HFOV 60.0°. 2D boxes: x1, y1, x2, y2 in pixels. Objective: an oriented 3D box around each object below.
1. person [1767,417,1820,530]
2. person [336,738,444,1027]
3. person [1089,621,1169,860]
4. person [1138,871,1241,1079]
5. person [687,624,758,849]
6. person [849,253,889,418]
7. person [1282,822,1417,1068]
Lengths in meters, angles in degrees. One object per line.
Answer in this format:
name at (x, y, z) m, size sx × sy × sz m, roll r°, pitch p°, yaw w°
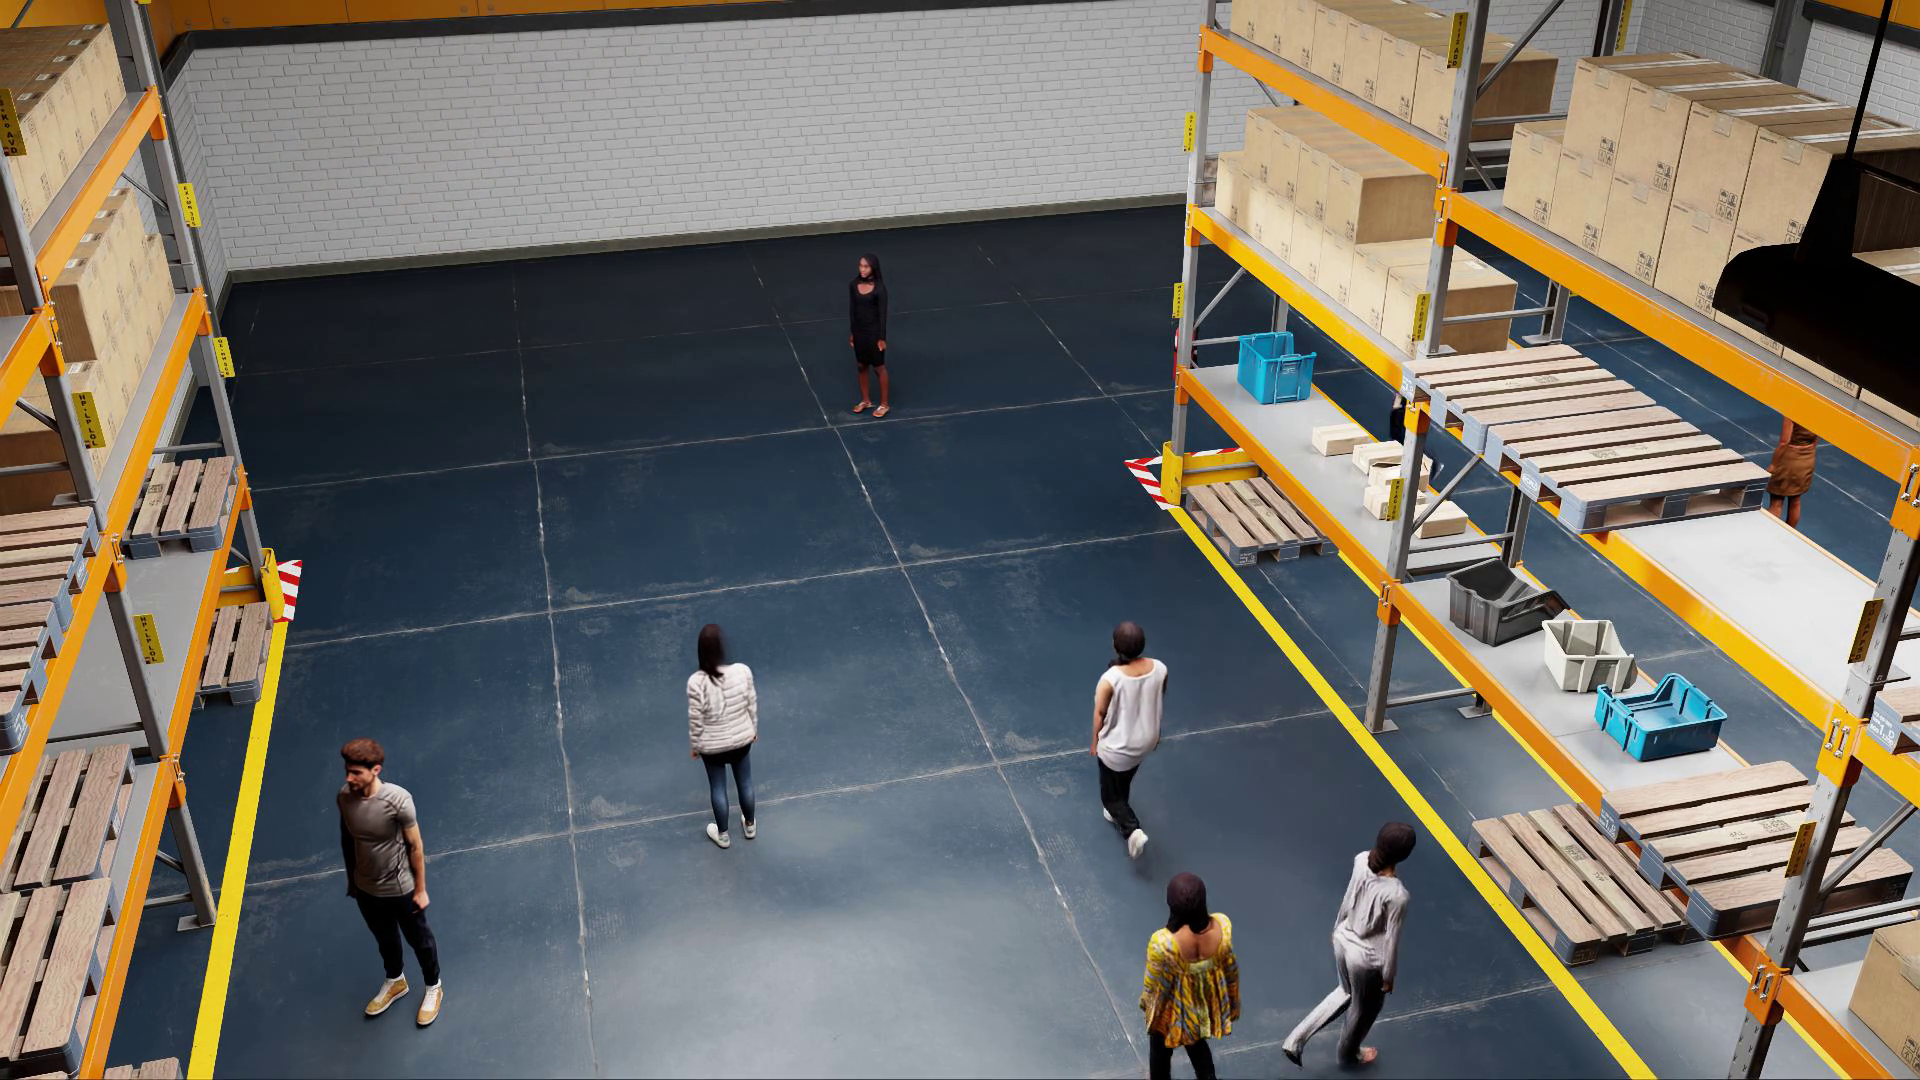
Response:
person at (7.169, -0.640, 14.318) m, size 0.564 × 1.690 × 0.513 m, roll -9°, pitch 30°, yaw -16°
person at (-3.241, 1.916, 9.417) m, size 0.739 × 1.895 × 0.732 m, roll 7°, pitch 29°, yaw 12°
person at (1.083, 1.309, 10.766) m, size 0.791 × 1.670 × 0.992 m, roll -15°, pitch 32°, yaw -25°
person at (1.205, 2.475, 8.661) m, size 0.742 × 1.638 × 0.877 m, roll -11°, pitch 30°, yaw -19°
person at (-1.538, 1.279, 10.857) m, size 0.650 × 1.636 × 0.602 m, roll -13°, pitch 31°, yaw -22°
person at (-0.927, -2.097, 16.956) m, size 0.645 × 1.721 × 0.727 m, roll 19°, pitch 34°, yaw 30°
person at (2.108, 2.258, 8.943) m, size 0.707 × 1.750 × 0.785 m, roll -10°, pitch 30°, yaw -18°
